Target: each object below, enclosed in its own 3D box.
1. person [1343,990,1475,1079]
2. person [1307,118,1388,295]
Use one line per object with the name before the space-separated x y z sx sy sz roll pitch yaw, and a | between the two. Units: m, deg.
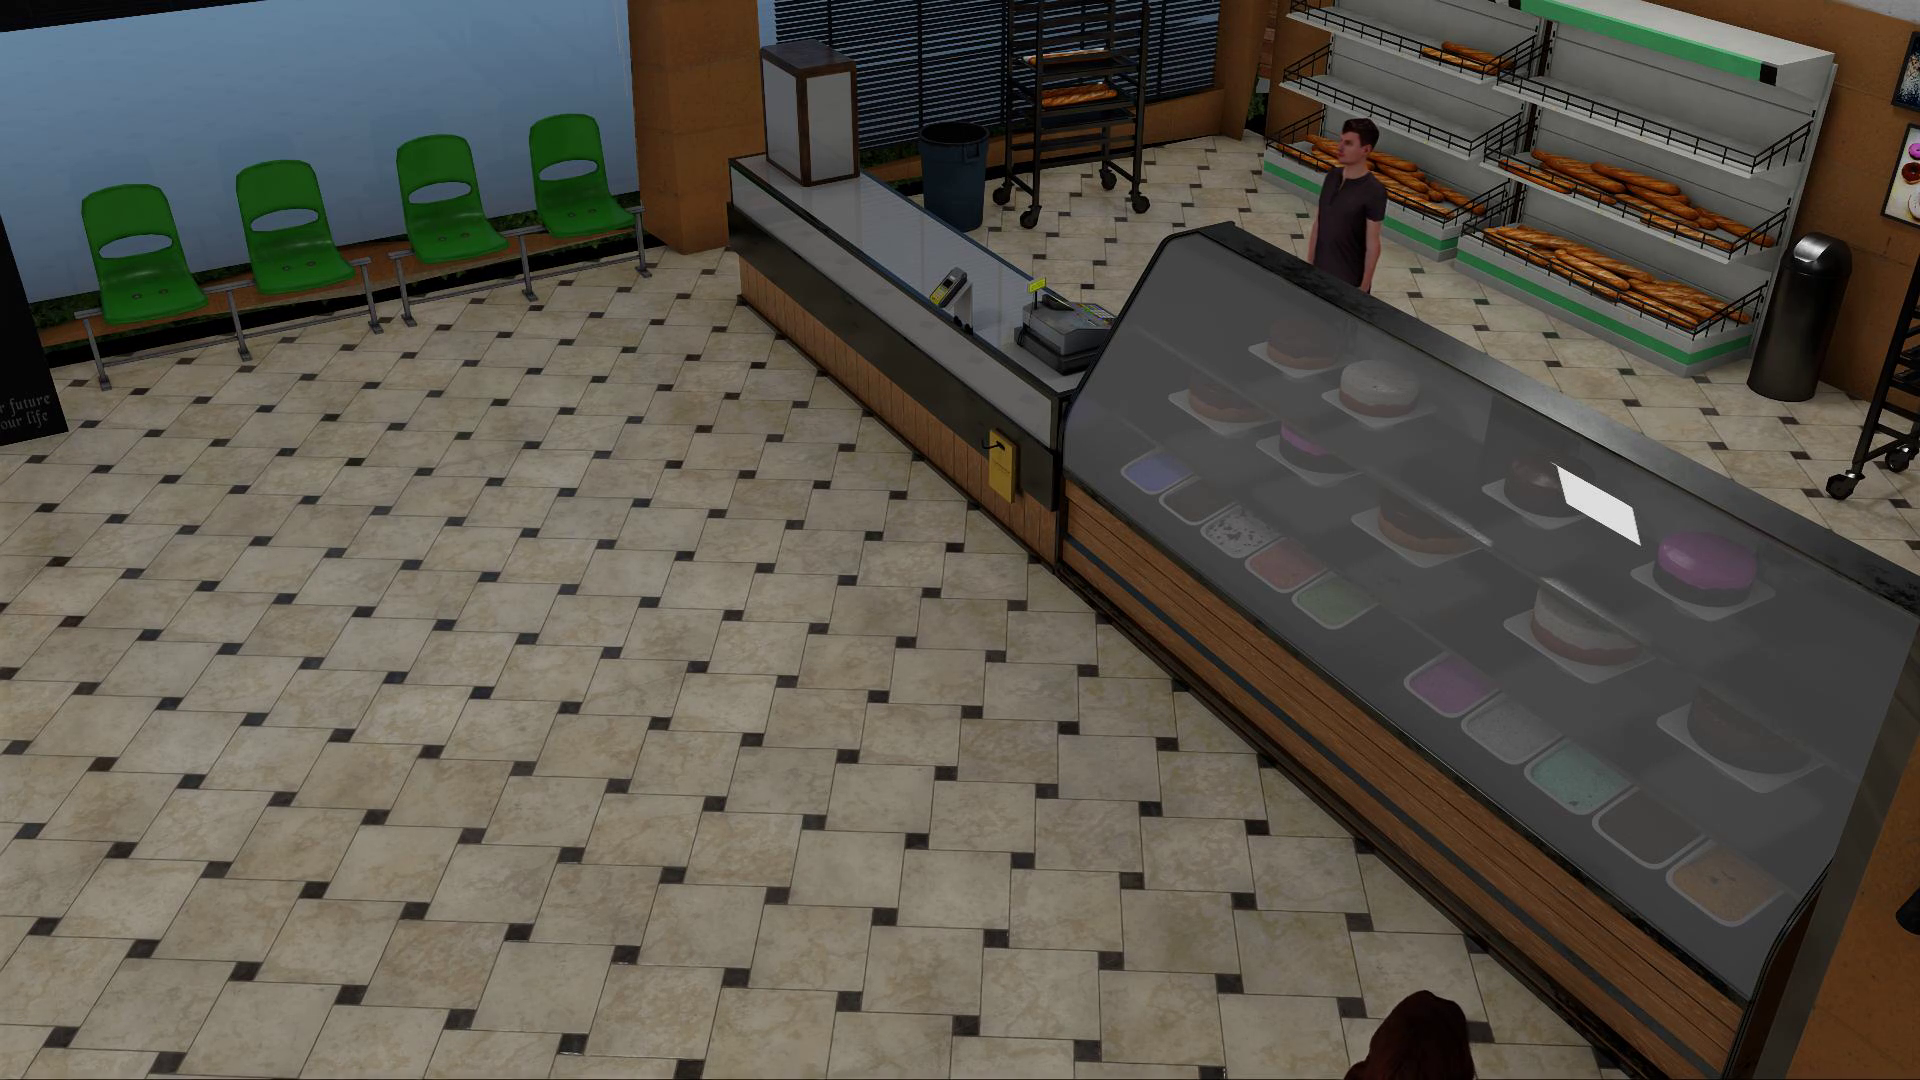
person | 1.028 1.832 4.096 0.690 1.802 0.698 16 35 24
person | 2.138 -1.457 9.334 0.517 1.853 0.646 -17 36 -25
